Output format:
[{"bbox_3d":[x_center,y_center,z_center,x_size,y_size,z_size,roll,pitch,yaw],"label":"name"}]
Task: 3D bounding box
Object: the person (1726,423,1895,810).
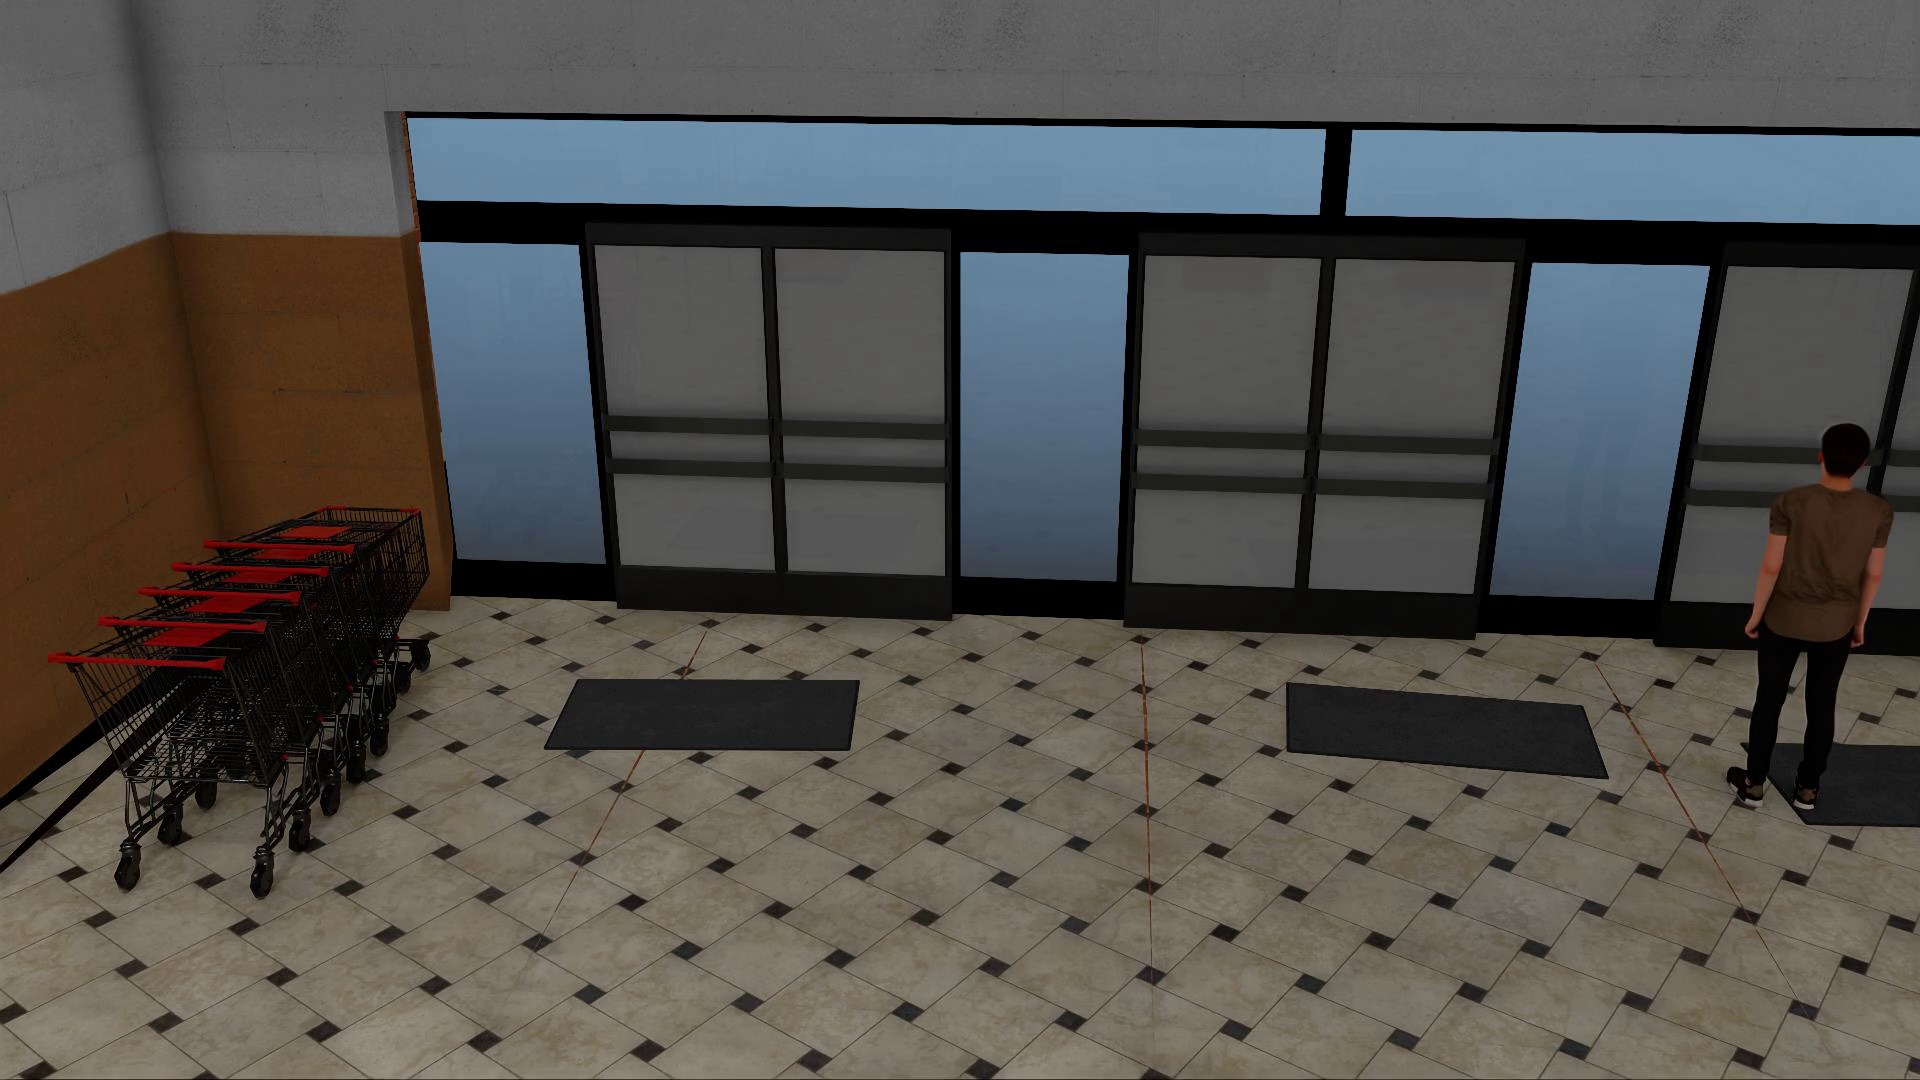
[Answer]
[{"bbox_3d":[3.853,0.357,7.542,0.690,1.852,0.610,5,22,13],"label":"person"}]
